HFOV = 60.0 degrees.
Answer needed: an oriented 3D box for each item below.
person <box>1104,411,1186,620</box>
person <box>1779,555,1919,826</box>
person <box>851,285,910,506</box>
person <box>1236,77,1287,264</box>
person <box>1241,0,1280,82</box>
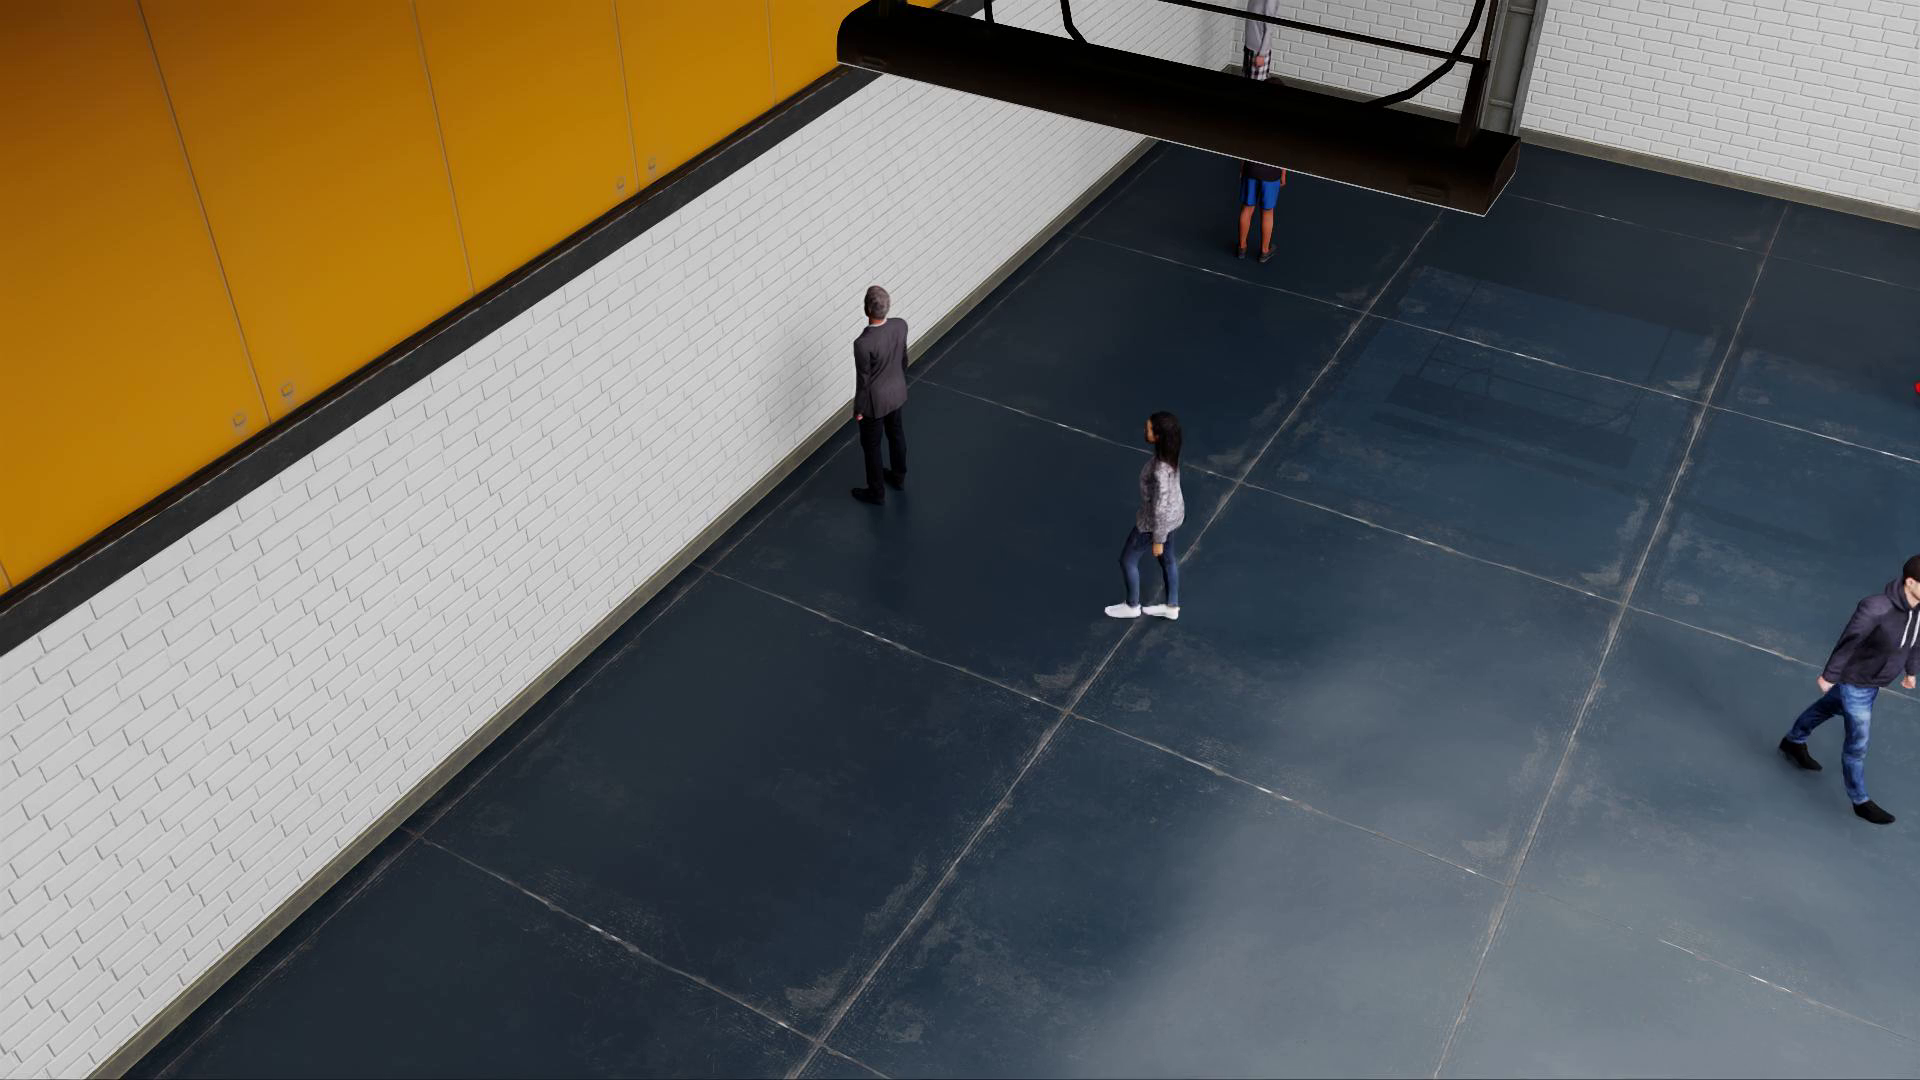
[{"bbox_3d":[1.458,-0.117,11.421,0.820,1.714,0.739,11,40,13],"label":"person"},{"bbox_3d":[5.475,0.765,10.209,1.086,1.847,1.242,-17,42,-20],"label":"person"},{"bbox_3d":[-0.608,-1.103,12.554,0.658,1.841,0.765,28,46,30],"label":"person"},{"bbox_3d":[2.822,-3.449,15.524,0.558,1.799,0.687,14,41,17],"label":"person"},{"bbox_3d":[3.191,-5.271,17.768,0.747,1.847,0.696,-8,39,-10],"label":"person"}]
